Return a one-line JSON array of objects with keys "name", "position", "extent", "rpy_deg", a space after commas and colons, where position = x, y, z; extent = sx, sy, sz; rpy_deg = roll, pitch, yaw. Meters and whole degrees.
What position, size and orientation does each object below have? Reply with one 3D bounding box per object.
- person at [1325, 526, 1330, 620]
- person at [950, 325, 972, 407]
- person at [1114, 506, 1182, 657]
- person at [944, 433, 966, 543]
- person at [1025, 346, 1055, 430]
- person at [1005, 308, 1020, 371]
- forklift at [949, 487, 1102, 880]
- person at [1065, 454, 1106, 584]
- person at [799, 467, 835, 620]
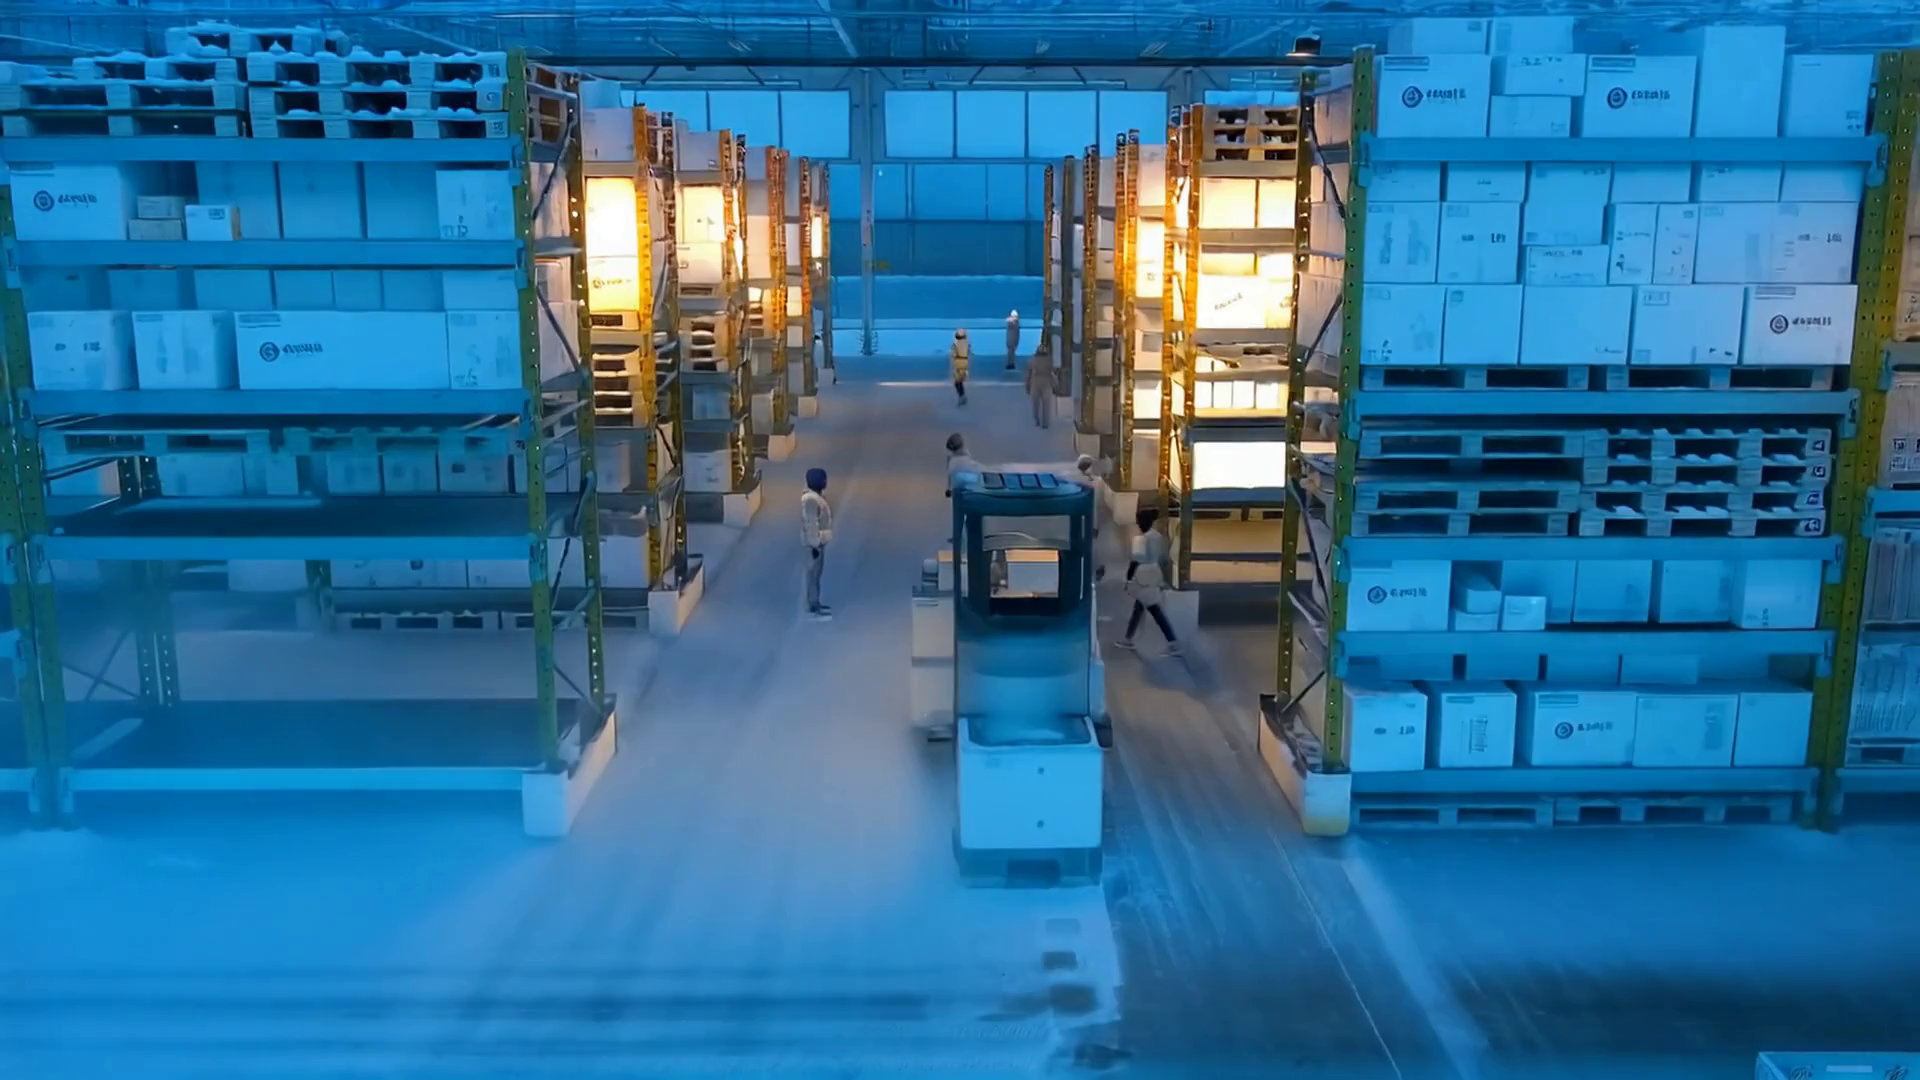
[{"name": "person", "position": [3.713, 0.737, 16.413], "extent": [0.387, 1.926, 0.579], "rpy_deg": [2, 12, 8]}, {"name": "person", "position": [0.036, -4.278, 41.024], "extent": [0.611, 2.025, 0.587], "rpy_deg": [-5, 13, -24]}, {"name": "person", "position": [2.126, 0.459, 18.506], "extent": [0.870, 1.650, 0.591], "rpy_deg": [9, 14, 37]}, {"name": "person", "position": [-0.063, -0.765, 24.596], "extent": [0.276, 1.633, 0.507], "rpy_deg": [5, 12, 23]}, {"name": "person", "position": [1.790, -3.400, 37.113], "extent": [0.665, 1.854, 1.016], "rpy_deg": [1, 11, 3]}, {"name": "person", "position": [1.620, -6.044, 50.138], "extent": [0.411, 1.894, 0.659], "rpy_deg": [-5, 13, -24]}, {"name": "forklift", "position": [0.495, 0.986, 12.813], "extent": [1.129, 2.768, 1.873], "rpy_deg": [0, 11, -2]}, {"name": "person", "position": [1.614, -0.238, 21.545], "extent": [0.636, 1.806, 0.627], "rpy_deg": [-11, 16, -43]}, {"name": "person", "position": [-1.729, 0.032, 20.126], "extent": [0.429, 1.845, 0.621], "rpy_deg": [-1, 11, -3]}]
